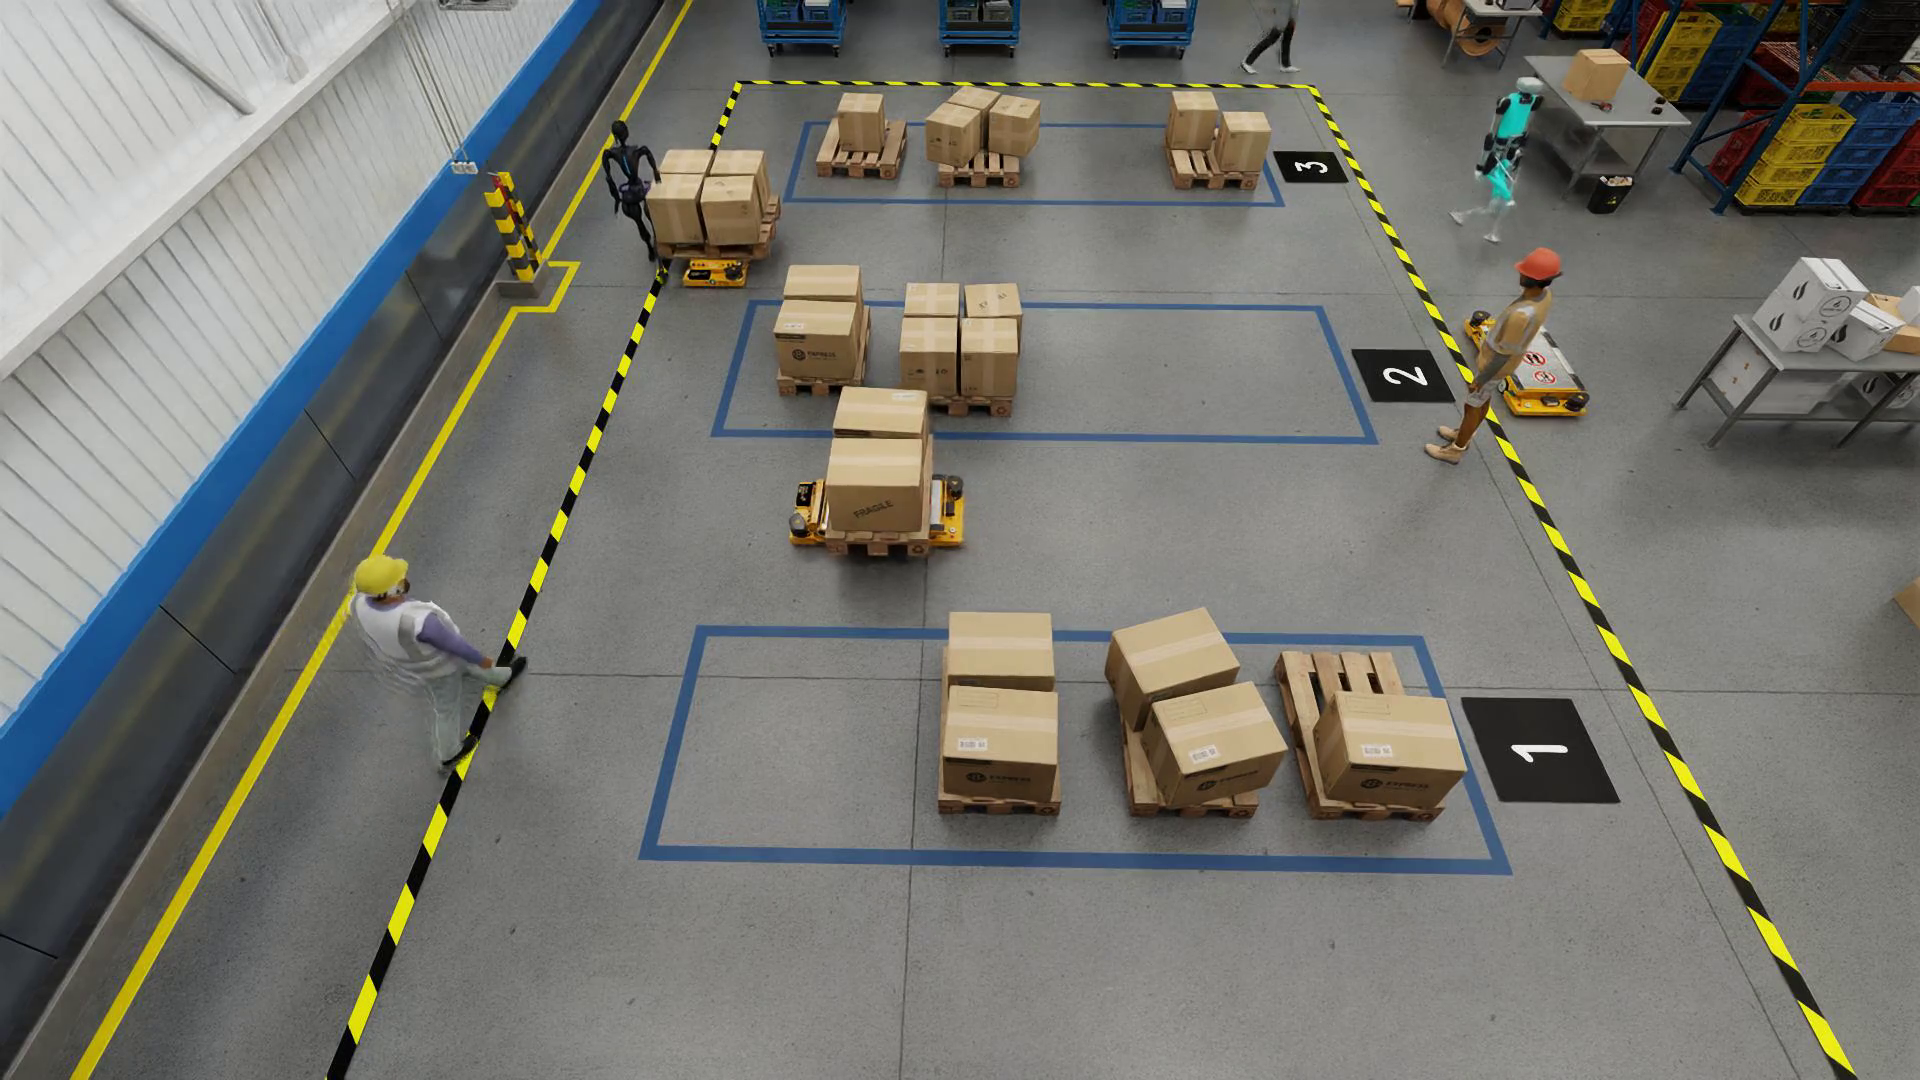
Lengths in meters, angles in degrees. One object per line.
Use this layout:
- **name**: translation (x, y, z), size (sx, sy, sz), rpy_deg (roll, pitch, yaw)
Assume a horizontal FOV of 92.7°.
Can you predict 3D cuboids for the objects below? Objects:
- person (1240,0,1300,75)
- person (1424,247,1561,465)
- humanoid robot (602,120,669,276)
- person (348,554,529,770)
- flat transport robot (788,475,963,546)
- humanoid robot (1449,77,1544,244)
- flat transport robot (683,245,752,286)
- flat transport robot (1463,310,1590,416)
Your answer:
- **person**: translation (4.614, -7.607, 13.095), size (0.904, 1.820, 0.601), rpy_deg (0, 49, 0)
- **person**: translation (4.448, -1.495, 7.657), size (0.383, 2.039, 0.613), rpy_deg (35, 58, 26)
- **humanoid robot**: translation (-3.434, -3.620, 9.761), size (0.599, 1.642, 0.741), rpy_deg (-8, 50, -7)
- **person**: translation (-3.385, 0.716, 5.914), size (0.609, 1.782, 0.946), rpy_deg (19, 52, 16)
- **flat transport robot**: translation (-0.691, -0.264, 7.744), size (1.431, 0.197, 0.652), rpy_deg (1, 49, 1)
- **humanoid robot**: translation (6.078, -4.054, 10.110), size (0.544, 1.761, 1.054), rpy_deg (-12, 50, -11)
- **flat transport robot**: translation (-2.691, -3.377, 10.438), size (0.652, 0.197, 1.431), rpy_deg (1, 49, 1)
- **flat transport robot**: translation (5.573, -1.757, 9.054), size (0.659, 0.231, 1.431), rpy_deg (1, 49, 1)
